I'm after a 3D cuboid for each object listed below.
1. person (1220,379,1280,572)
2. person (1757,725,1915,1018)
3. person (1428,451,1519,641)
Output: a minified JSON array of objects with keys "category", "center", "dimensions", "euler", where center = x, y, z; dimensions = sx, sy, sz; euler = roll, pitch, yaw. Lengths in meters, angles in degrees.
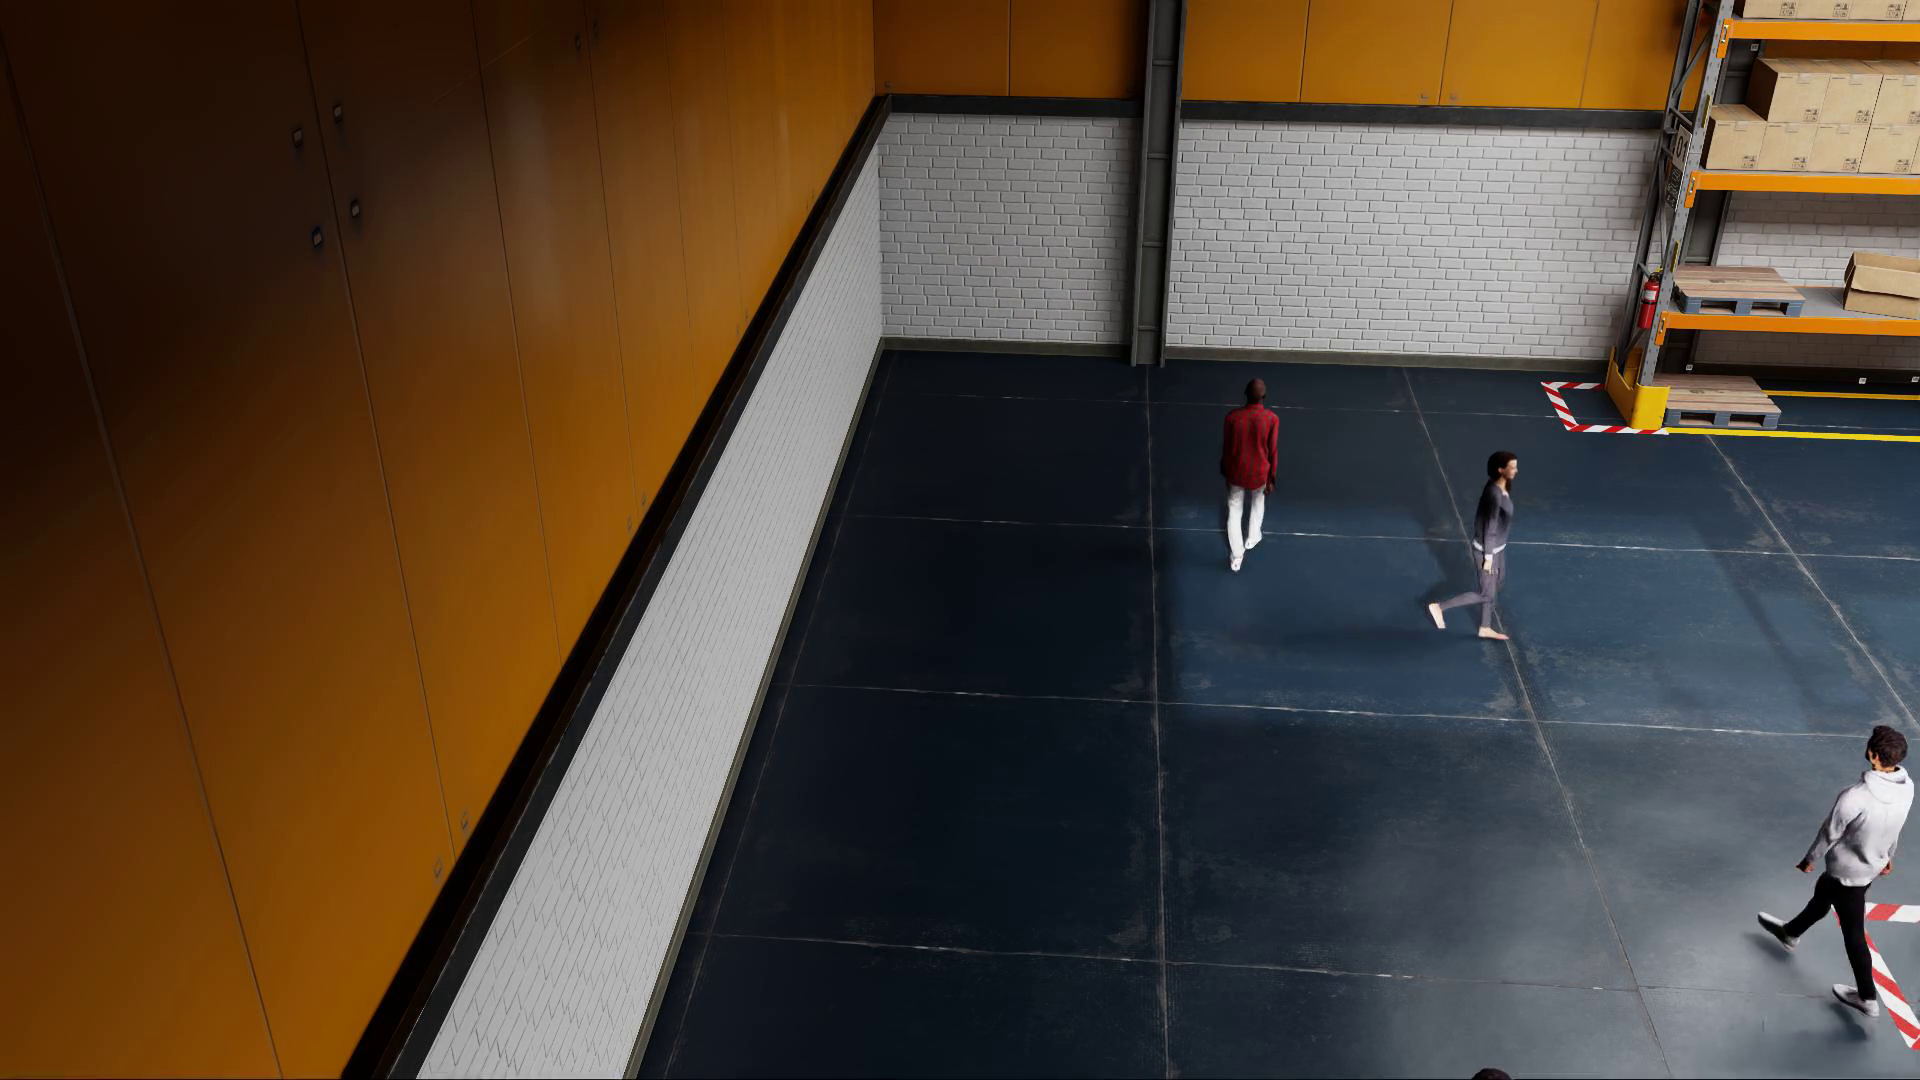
[{"category":"person","center":[2.581,-0.568,15.006],"dimensions":[0.892,1.797,0.779],"euler":[5,29,9]},{"category":"person","center":[5.526,2.039,10.139],"dimensions":[1.260,1.881,1.151],"euler":[-12,31,-20]},{"category":"person","center":[4.346,0.054,13.914],"dimensions":[0.989,1.751,0.762],"euler":[9,30,17]}]
